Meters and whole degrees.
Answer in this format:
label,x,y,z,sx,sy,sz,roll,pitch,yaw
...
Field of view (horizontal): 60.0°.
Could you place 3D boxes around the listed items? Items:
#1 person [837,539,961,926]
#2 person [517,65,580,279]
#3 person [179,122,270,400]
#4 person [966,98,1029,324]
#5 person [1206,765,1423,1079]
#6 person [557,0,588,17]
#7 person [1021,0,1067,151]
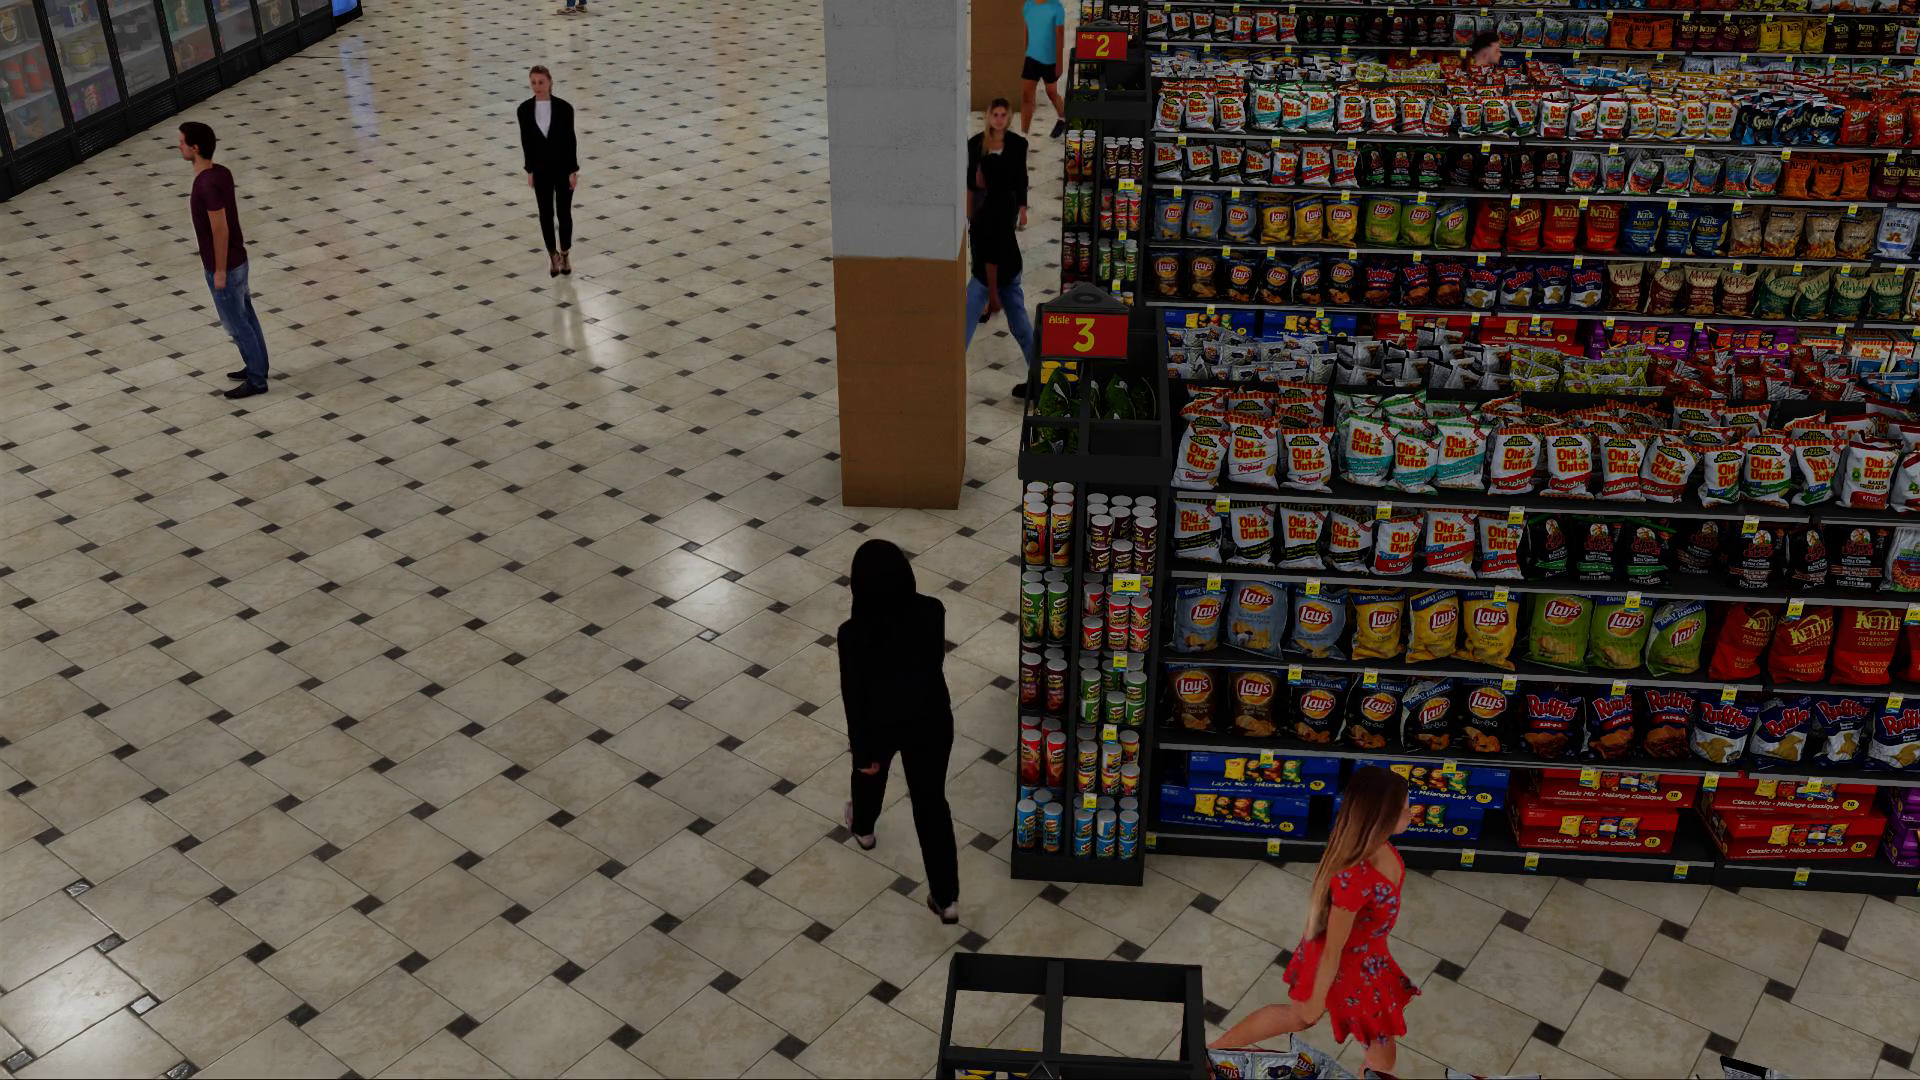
label,x,y,z,sx,sy,sz,roll,pitch,yaw
person,-0.193,0.780,6.535,1.170,1.572,1.042,-12,31,-21
person,-3.215,-2.930,13.208,0.632,1.691,0.730,-5,29,-8
person,-4.904,-1.873,11.100,0.681,1.855,0.724,-8,30,-13
person,0.267,-2.483,12.428,0.629,1.653,0.684,1,29,3
person,1.164,1.376,5.457,1.080,1.559,0.666,6,29,12
person,-5.289,-8.080,22.416,0.732,1.906,0.741,16,32,26
person,0.874,-4.775,16.539,1.208,1.736,1.039,17,33,28
